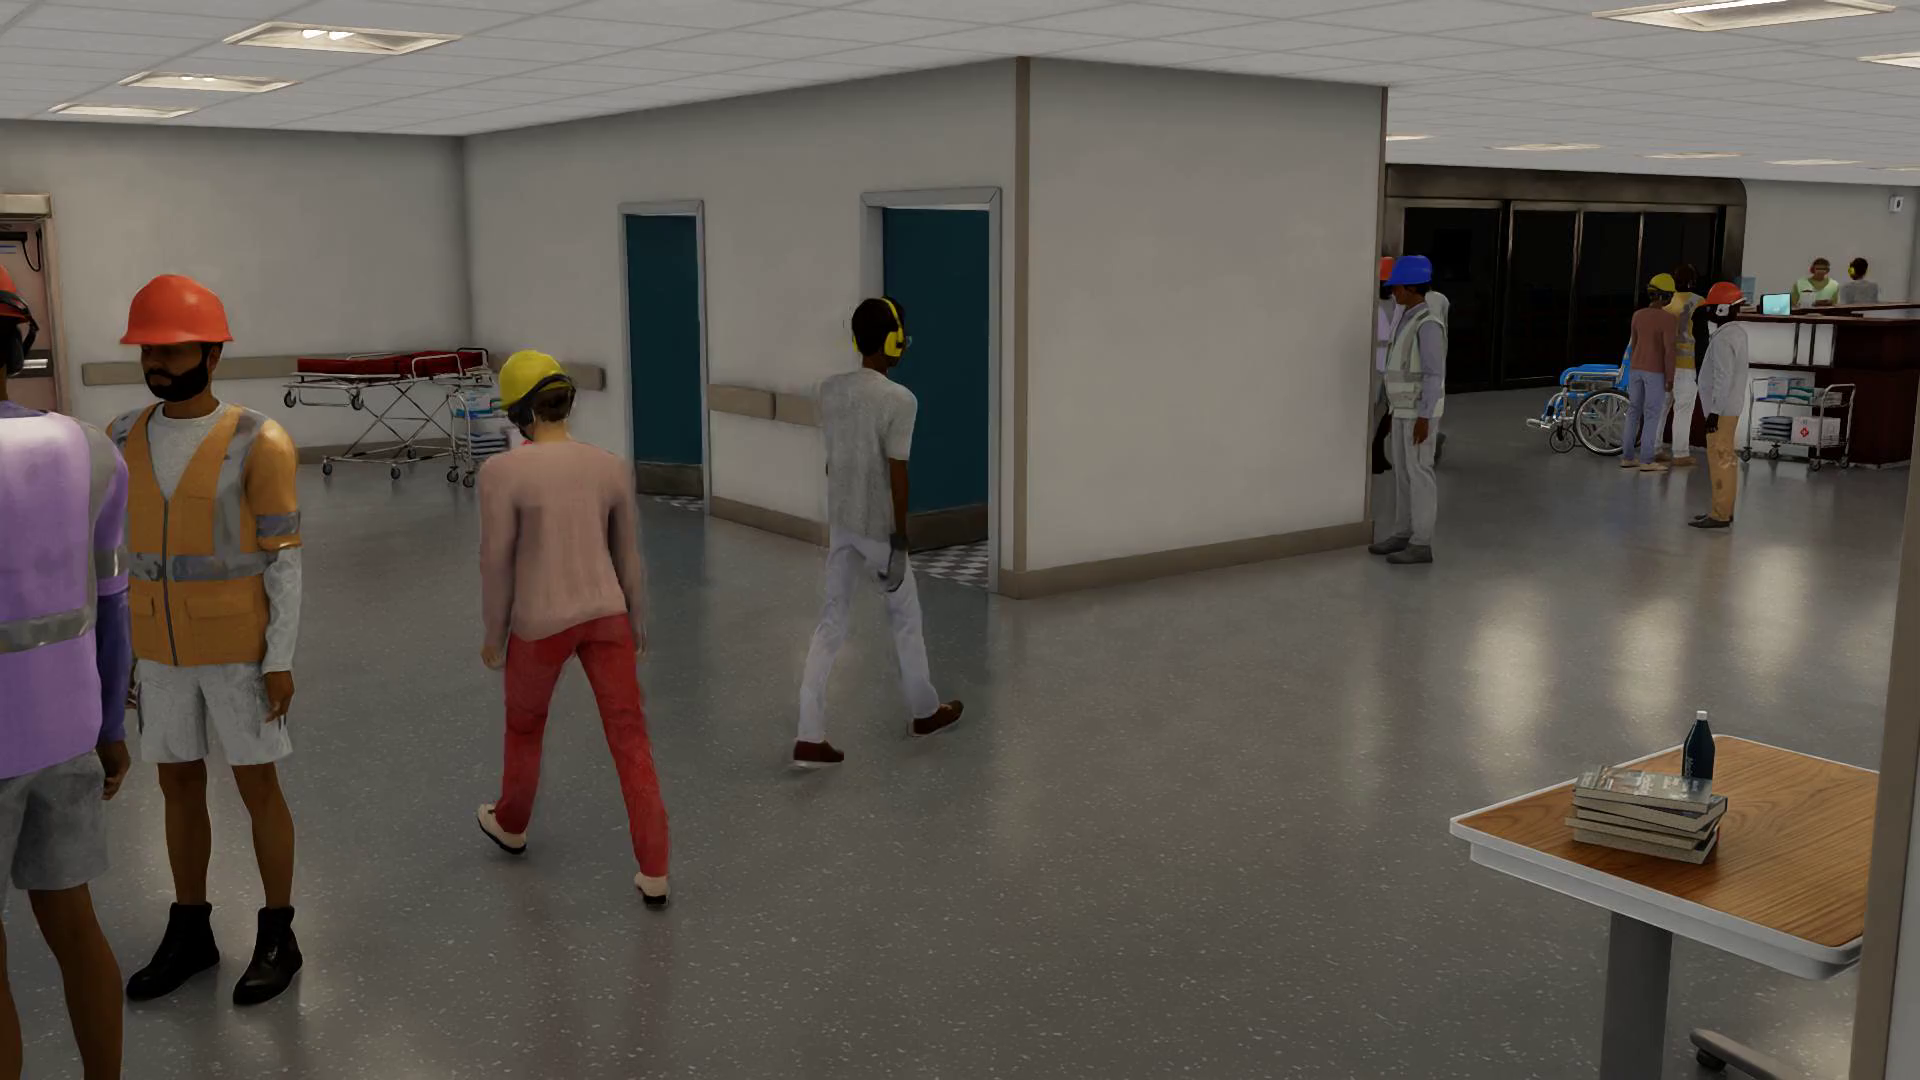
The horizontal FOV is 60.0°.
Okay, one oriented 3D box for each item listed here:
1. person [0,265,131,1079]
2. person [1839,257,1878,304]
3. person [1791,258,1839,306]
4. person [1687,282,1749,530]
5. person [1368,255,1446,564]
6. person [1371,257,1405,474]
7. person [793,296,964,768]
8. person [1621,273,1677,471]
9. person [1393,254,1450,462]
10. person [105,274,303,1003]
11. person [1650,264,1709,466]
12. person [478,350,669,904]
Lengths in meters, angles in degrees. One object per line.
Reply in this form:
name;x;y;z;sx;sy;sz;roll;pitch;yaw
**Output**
person;-1.996;0.409;3.447;0.409;2.028;0.612;4;11;19
person;11.422;-2.652;21.117;0.558;1.849;0.650;0;10;0
person;11.672;-2.938;22.772;0.597;1.817;0.491;2;10;13
person;5.385;-0.952;11.821;0.343;1.749;0.572;7;12;33
person;2.860;-0.819;10.539;0.402;1.944;0.605;-1;10;-3
person;3.669;-1.505;14.502;0.559;1.903;0.508;-5;11;-26
person;-0.360;-0.040;6.540;0.537;1.823;0.972;7;12;33
person;6.183;-1.492;14.844;0.342;1.756;0.518;-4;11;-22
person;4.223;-1.632;15.179;0.613;1.928;0.766;-4;11;-23
person;-2.019;0.274;4.429;0.545;1.942;0.349;1;10;7
person;6.564;-1.589;15.187;0.430;1.835;0.619;-4;11;-23
person;-1.264;0.258;5.250;0.537;1.673;0.992;-8;13;-37
